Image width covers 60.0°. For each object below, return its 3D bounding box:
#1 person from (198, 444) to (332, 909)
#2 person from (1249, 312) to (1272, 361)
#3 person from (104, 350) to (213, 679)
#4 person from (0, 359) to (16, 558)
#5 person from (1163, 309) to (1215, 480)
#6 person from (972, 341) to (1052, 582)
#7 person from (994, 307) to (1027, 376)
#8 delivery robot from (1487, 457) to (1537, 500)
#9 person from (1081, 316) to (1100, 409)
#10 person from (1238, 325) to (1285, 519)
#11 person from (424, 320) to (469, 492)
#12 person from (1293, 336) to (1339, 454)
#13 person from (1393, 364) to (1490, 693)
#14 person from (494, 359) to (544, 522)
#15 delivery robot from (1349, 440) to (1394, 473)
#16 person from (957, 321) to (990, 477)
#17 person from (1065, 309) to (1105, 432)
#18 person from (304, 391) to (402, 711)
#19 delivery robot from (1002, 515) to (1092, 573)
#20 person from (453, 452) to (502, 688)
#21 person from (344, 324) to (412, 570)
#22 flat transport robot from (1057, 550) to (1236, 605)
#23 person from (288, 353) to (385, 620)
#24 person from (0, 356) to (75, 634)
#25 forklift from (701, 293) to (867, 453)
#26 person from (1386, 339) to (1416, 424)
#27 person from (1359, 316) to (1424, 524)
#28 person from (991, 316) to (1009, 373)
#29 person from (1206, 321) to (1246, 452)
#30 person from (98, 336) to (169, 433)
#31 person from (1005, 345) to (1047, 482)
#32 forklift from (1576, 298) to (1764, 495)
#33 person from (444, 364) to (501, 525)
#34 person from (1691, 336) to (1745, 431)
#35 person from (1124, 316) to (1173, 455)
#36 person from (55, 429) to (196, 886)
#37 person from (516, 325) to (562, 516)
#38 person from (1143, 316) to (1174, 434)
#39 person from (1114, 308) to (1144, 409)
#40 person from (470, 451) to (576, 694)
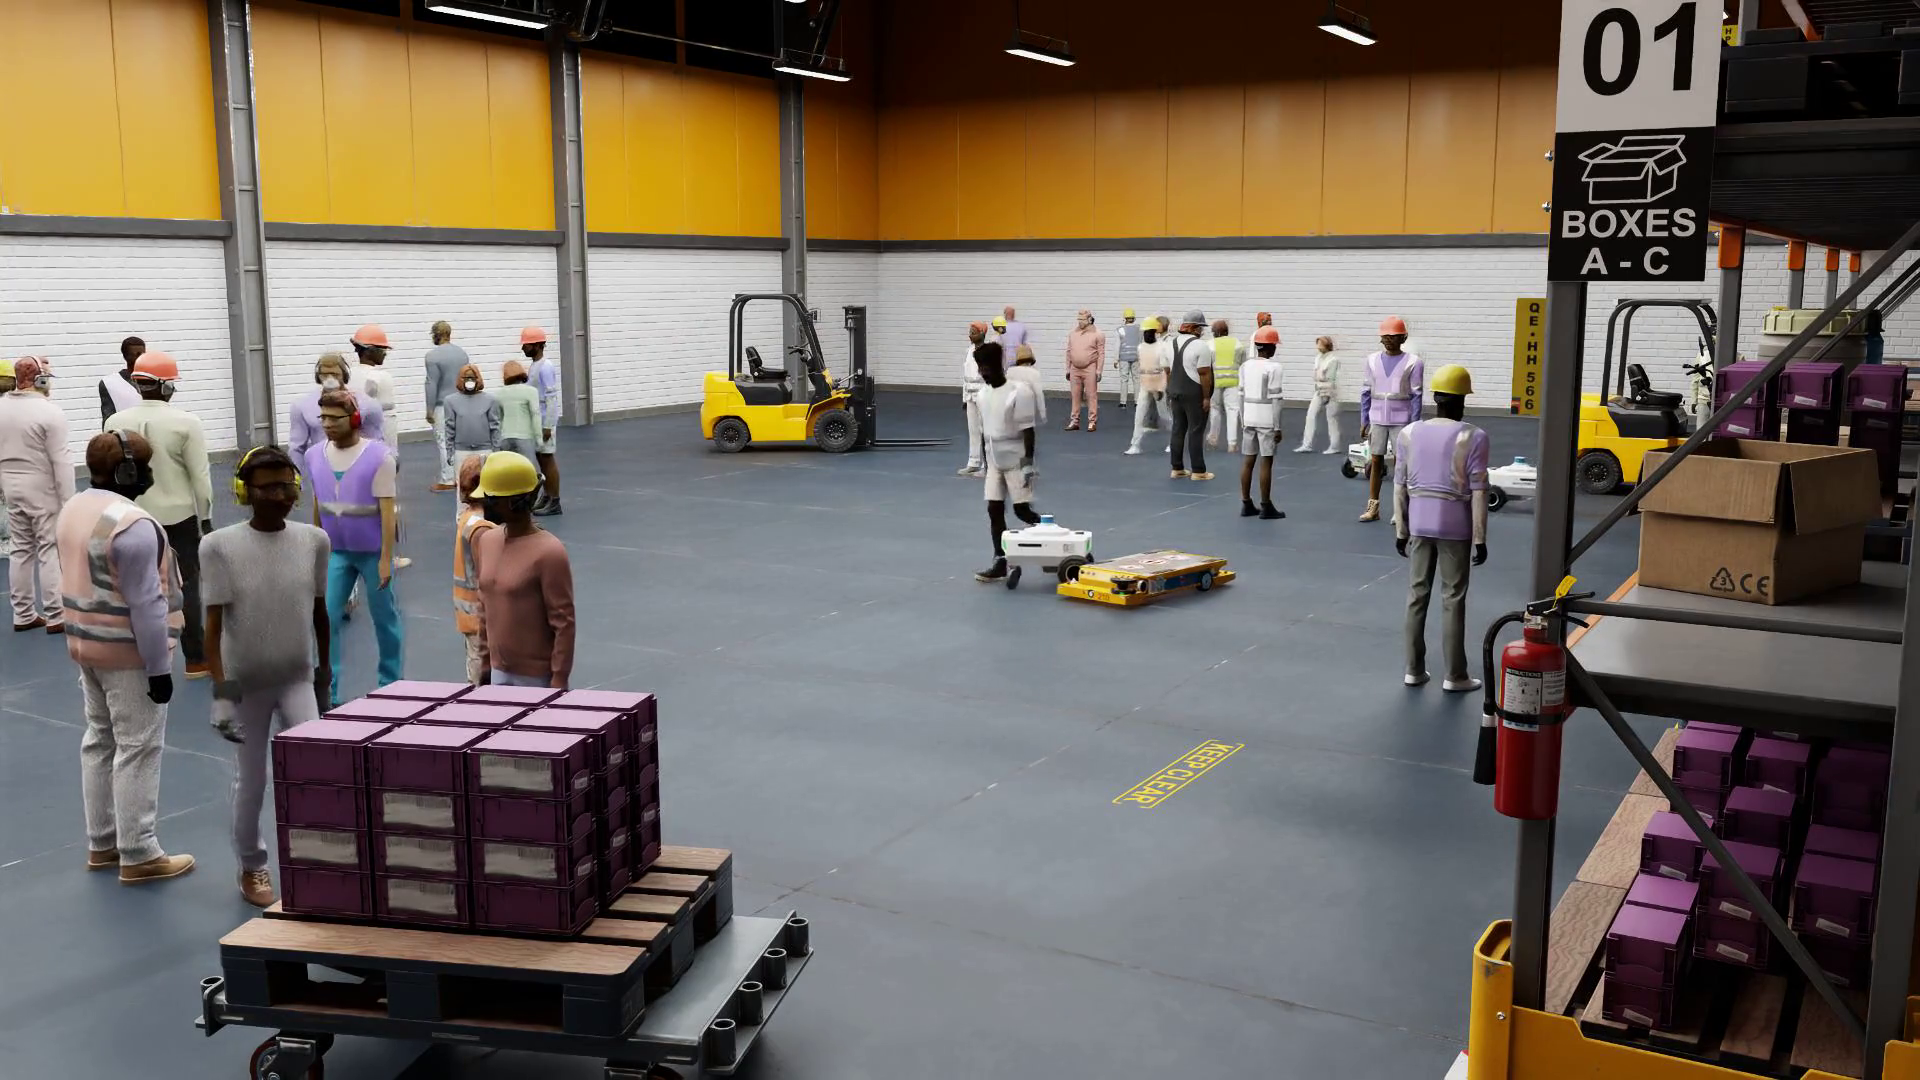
[{"bbox_3d":[-2.570,0.551,6.255,0.517,1.829,0.856,-7,11,-37],"label":"person"},{"bbox_3d":[4.545,-2.488,25.066,0.378,1.880,0.574,0,9,-1],"label":"person"},{"bbox_3d":[-4.824,-0.147,10.079,0.616,1.993,0.395,0,9,1],"label":"person"},{"bbox_3d":[-8.133,-0.690,14.300,0.422,1.729,0.496,-3,10,-19],"label":"person"},{"bbox_3d":[2.783,-1.741,19.885,0.536,2.000,0.676,-6,11,-35],"label":"person"},{"bbox_3d":[0.446,-0.632,13.352,0.752,1.934,0.666,-8,12,-42],"label":"person"},{"bbox_3d":[0.879,-3.221,29.700,0.668,1.851,0.989,-3,10,-20],"label":"person"},{"bbox_3d":[5.779,-0.617,17.203,0.707,0.478,0.477,4,10,24],"label":"delivery robot"},{"bbox_3d":[2.319,-3.214,30.153,0.540,1.695,0.317,5,11,30],"label":"person"},{"bbox_3d":[3.039,-1.181,16.708,0.377,1.938,0.547,-7,11,-35],"label":"person"},{"bbox_3d":[-5.780,-1.502,18.760,0.375,1.932,0.637,4,10,25],"label":"person"},{"bbox_3d":[4.866,-1.949,22.503,0.724,1.610,0.532,-3,10,-20],"label":"person"},{"bbox_3d":[2.841,-0.069,9.803,0.587,1.928,0.381,9,13,44],"label":"person"},{"bbox_3d":[-4.386,-0.974,16.440,0.541,1.607,0.475,3,10,17],"label":"person"},{"bbox_3d":[4.996,-1.041,19.852,0.707,0.478,0.477,-5,10,-28],"label":"delivery robot"},{"bbox_3d":[0.221,-1.700,20.126,0.355,1.882,0.576,-7,12,-38],"label":"person"},{"bbox_3d":[1.929,-2.638,25.926,0.639,1.901,0.407,5,10,29],"label":"person"},{"bbox_3d":[-3.353,0.095,9.114,0.589,1.813,0.804,2,9,12],"label":"person"},{"bbox_3d":[0.681,0.046,13.066,0.707,0.478,0.477,1,9,6],"label":"delivery robot"},{"bbox_3d":[-2.174,0.415,7.678,0.306,1.640,0.523,-4,10,-21],"label":"person"},{"bbox_3d":[-4.865,-0.763,13.793,0.610,2.037,0.400,5,10,30],"label":"person"},{"bbox_3d":[1.457,0.273,12.825,0.652,0.197,1.431,8,12,42],"label":"flat transport robot"},{"bbox_3d":[-4.464,-0.385,11.894,0.655,1.882,1.004,-1,9,-8],"label":"person"},{"bbox_3d":[-6.280,-0.304,11.364,0.644,1.904,0.401,3,10,18],"label":"person"},{"bbox_3d":[-2.458,-2.344,23.176,2.313,2.155,1.214,0,9,-2],"label":"forklift"},{"bbox_3d":[5.551,-1.898,21.356,1.034,1.875,0.666,-2,9,-13],"label":"person"},{"bbox_3d":[4.217,-1.171,16.321,0.607,2.044,0.375,6,11,32],"label":"person"},{"bbox_3d":[0.635,-2.737,26.960,0.318,1.767,0.534,2,9,11],"label":"person"},{"bbox_3d":[3.673,-2.151,23.202,0.664,1.787,0.933,0,9,2],"label":"person"},{"bbox_3d":[-7.050,-0.784,14.290,0.392,1.922,0.590,7,11,37],"label":"person"},{"bbox_3d":[0.798,-1.495,19.648,0.544,1.612,0.585,8,12,42],"label":"person"},{"bbox_3d":[7.954,-1.589,18.462,2.313,2.155,1.214,5,11,30],"label":"forklift"},{"bbox_3d":[-4.518,-0.820,15.431,0.501,1.626,0.278,-2,9,-14],"label":"person"},{"bbox_3d":[9.244,-1.708,20.325,0.589,1.833,0.404,4,10,24],"label":"person"},{"bbox_3d":[2.666,-2.109,22.696,0.593,1.884,0.977,9,13,44],"label":"person"},{"bbox_3d":[-3.373,0.467,6.754,0.628,1.837,0.430,7,12,38],"label":"person"},{"bbox_3d":[-4.278,-1.207,16.882,0.377,1.932,0.552,-5,10,-28],"label":"person"},{"bbox_3d":[3.181,-2.536,25.549,0.802,1.821,0.519,-3,10,-18],"label":"person"},{"bbox_3d":[3.079,-3.296,30.232,0.588,1.836,0.403,-2,9,-10],"label":"person"},{"bbox_3d":[-1.743,0.523,6.624,0.526,1.765,0.329,7,11,37],"label":"person"}]
